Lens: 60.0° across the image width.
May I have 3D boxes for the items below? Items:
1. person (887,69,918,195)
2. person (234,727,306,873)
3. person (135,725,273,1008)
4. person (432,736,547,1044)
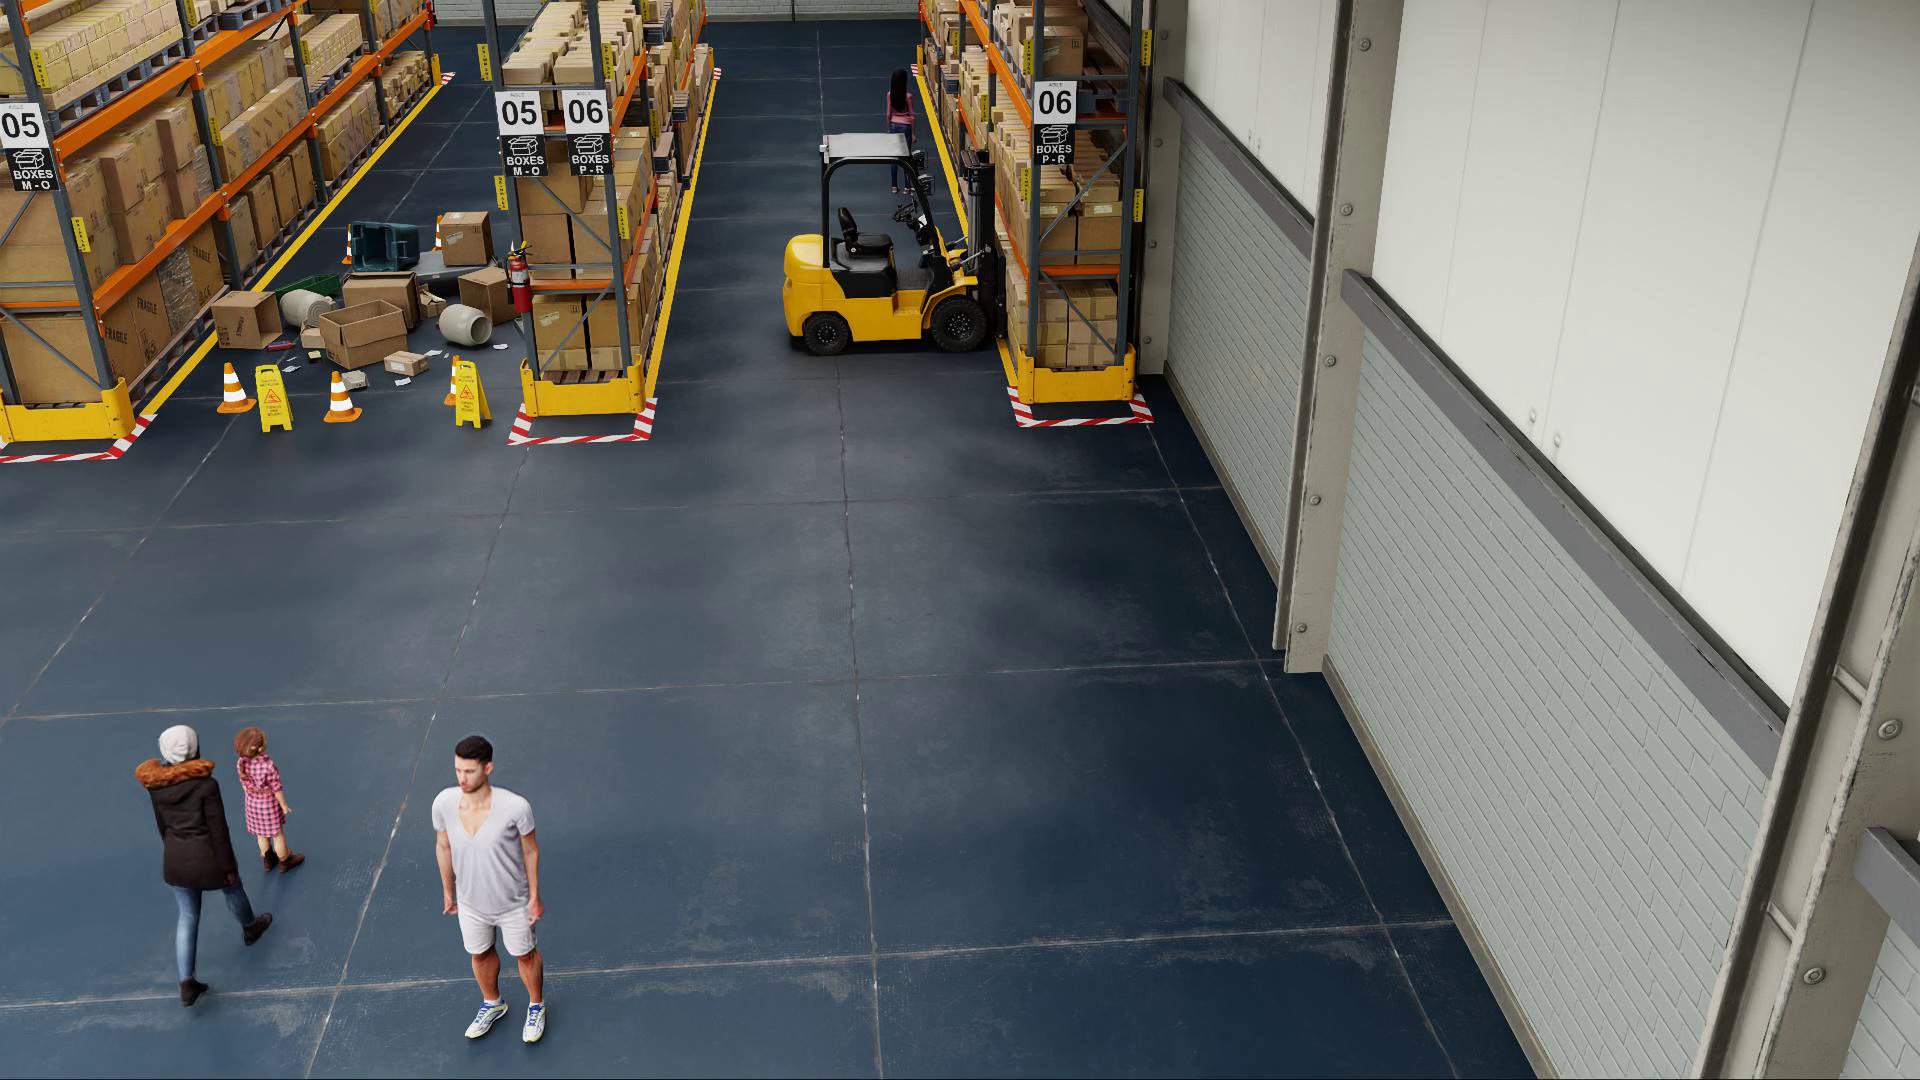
[{"bbox_3d":[-0.843,-5.785,23.520,0.649,1.742,0.645,9,29,18],"label":"person"},{"bbox_3d":[-4.202,1.563,10.037,0.483,1.022,0.515,7,28,14],"label":"person"},{"bbox_3d":[-4.161,1.773,9.005,0.767,1.593,1.106,2,27,5],"label":"person"},{"bbox_3d":[-2.419,1.809,8.651,0.726,1.854,0.623,3,27,6],"label":"person"}]
